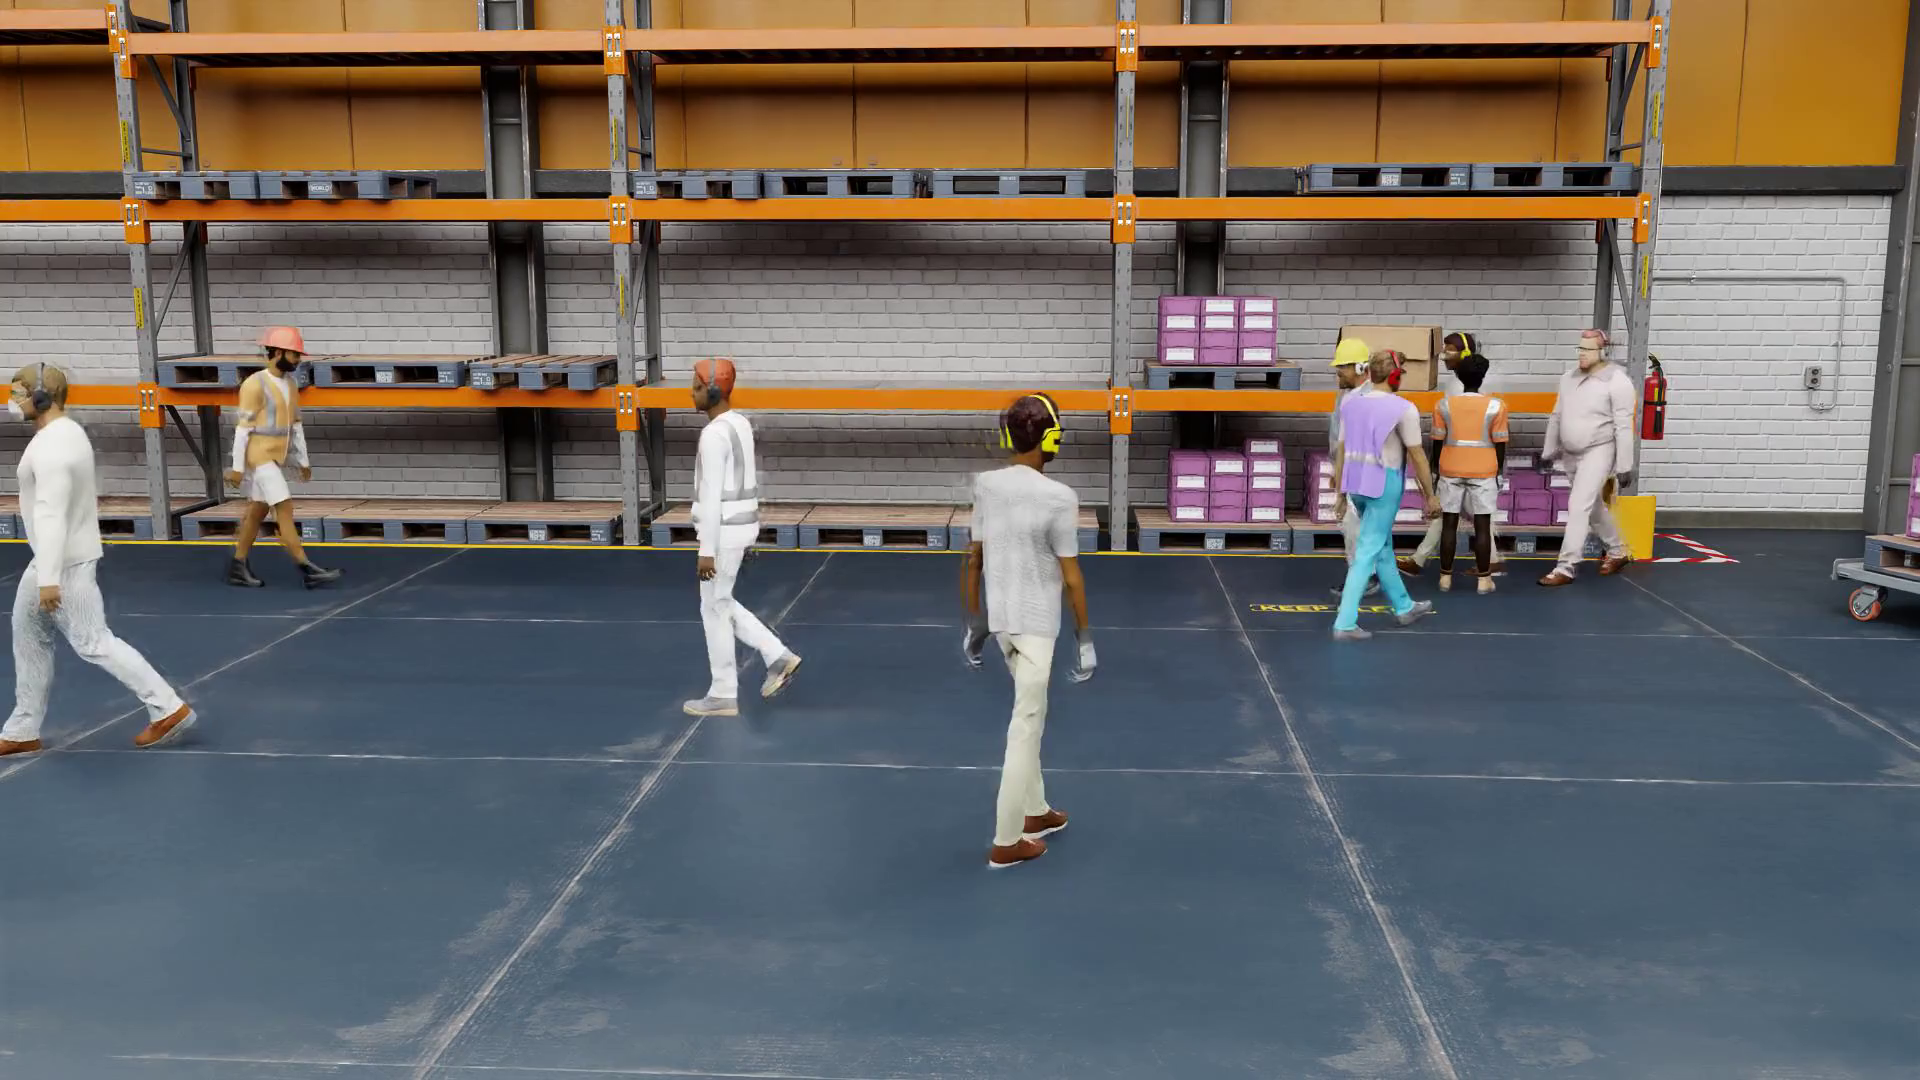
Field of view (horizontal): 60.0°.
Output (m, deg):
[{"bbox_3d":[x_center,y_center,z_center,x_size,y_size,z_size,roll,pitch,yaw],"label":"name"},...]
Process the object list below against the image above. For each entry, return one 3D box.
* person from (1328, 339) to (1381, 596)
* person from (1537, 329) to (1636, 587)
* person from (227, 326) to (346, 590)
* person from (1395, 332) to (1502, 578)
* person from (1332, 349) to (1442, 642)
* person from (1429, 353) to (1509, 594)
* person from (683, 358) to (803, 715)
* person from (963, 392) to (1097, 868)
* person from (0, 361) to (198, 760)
[{"bbox_3d":[2.758,-0.491,11.584,0.429,1.812,0.596,-2,10,-12],"label":"person"},{"bbox_3d":[4.636,-0.612,12.170,0.966,1.865,0.646,-3,10,-19],"label":"person"},{"bbox_3d":[-4.843,-0.575,11.854,0.996,1.875,0.557,1,10,5],"label":"person"},{"bbox_3d":[3.607,-0.611,12.254,0.967,1.814,0.558,-1,10,-5],"label":"person"},{"bbox_3d":[2.687,-0.281,10.383,0.953,1.798,0.568,-5,11,-28],"label":"person"},{"bbox_3d":[3.589,-0.464,11.760,0.536,1.697,0.322,5,11,25],"label":"person"},{"bbox_3d":[-1.160,-0.006,8.599,0.504,1.870,0.583,1,10,4],"label":"person"},{"bbox_3d":[0.340,0.342,6.578,0.709,1.849,0.555,-9,14,-44],"label":"person"},{"bbox_3d":[-4.192,0.101,7.876,0.976,1.901,0.639,-4,11,-24],"label":"person"}]
